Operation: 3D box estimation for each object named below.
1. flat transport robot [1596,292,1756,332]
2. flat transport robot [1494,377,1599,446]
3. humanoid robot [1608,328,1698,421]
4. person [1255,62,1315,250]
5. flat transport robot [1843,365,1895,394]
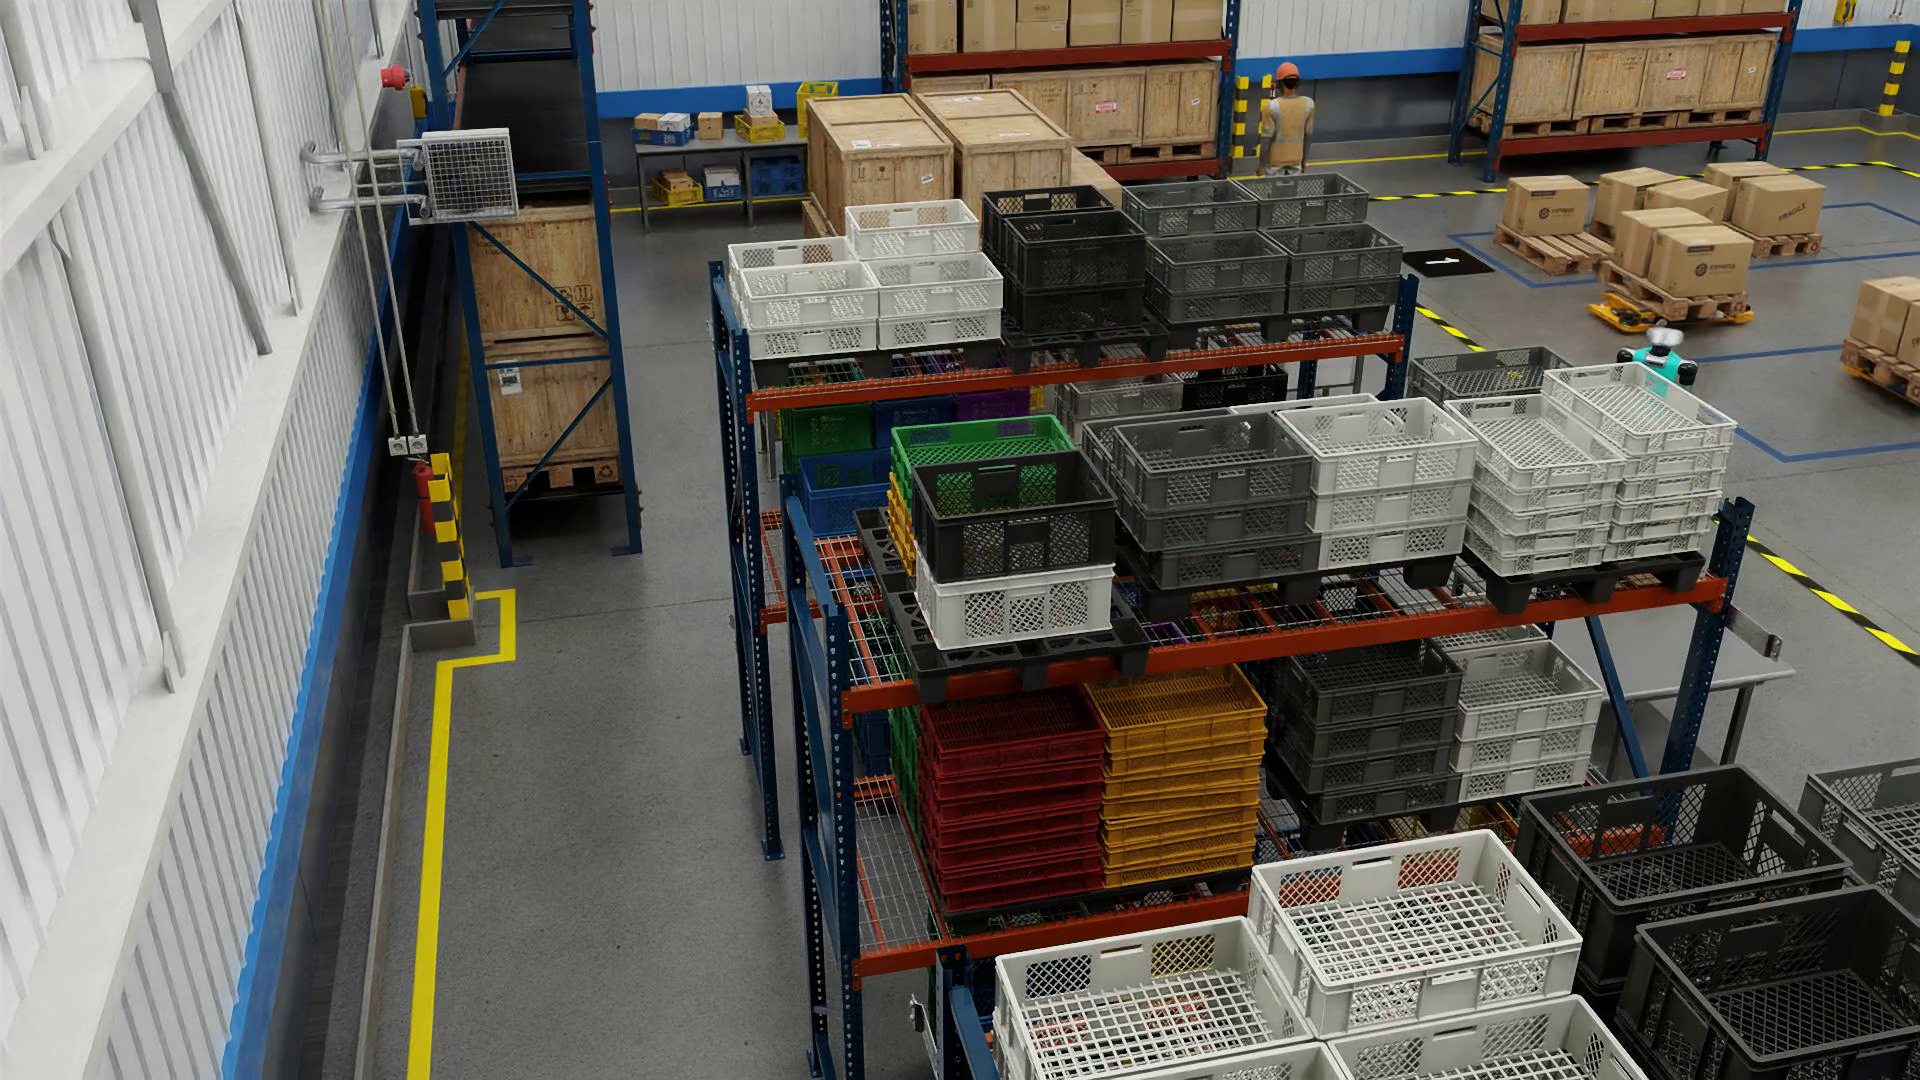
[{"bbox_3d":[7.015,-2.302,16.385,1.431,0.197,0.652,-6,28,-12],"label":"flat transport robot"},{"bbox_3d":[4.780,-1.036,14.013,0.659,0.231,1.431,-6,28,-12],"label":"flat transport robot"},{"bbox_3d":[4.887,-0.788,11.819,0.533,1.681,0.735,16,32,28],"label":"humanoid robot"},{"bbox_3d":[3.481,-4.117,17.969,0.605,2.033,0.397,-7,29,-14],"label":"person"},{"bbox_3d":[8.534,-1.348,14.575,0.652,0.197,1.431,-6,28,-12],"label":"flat transport robot"}]
